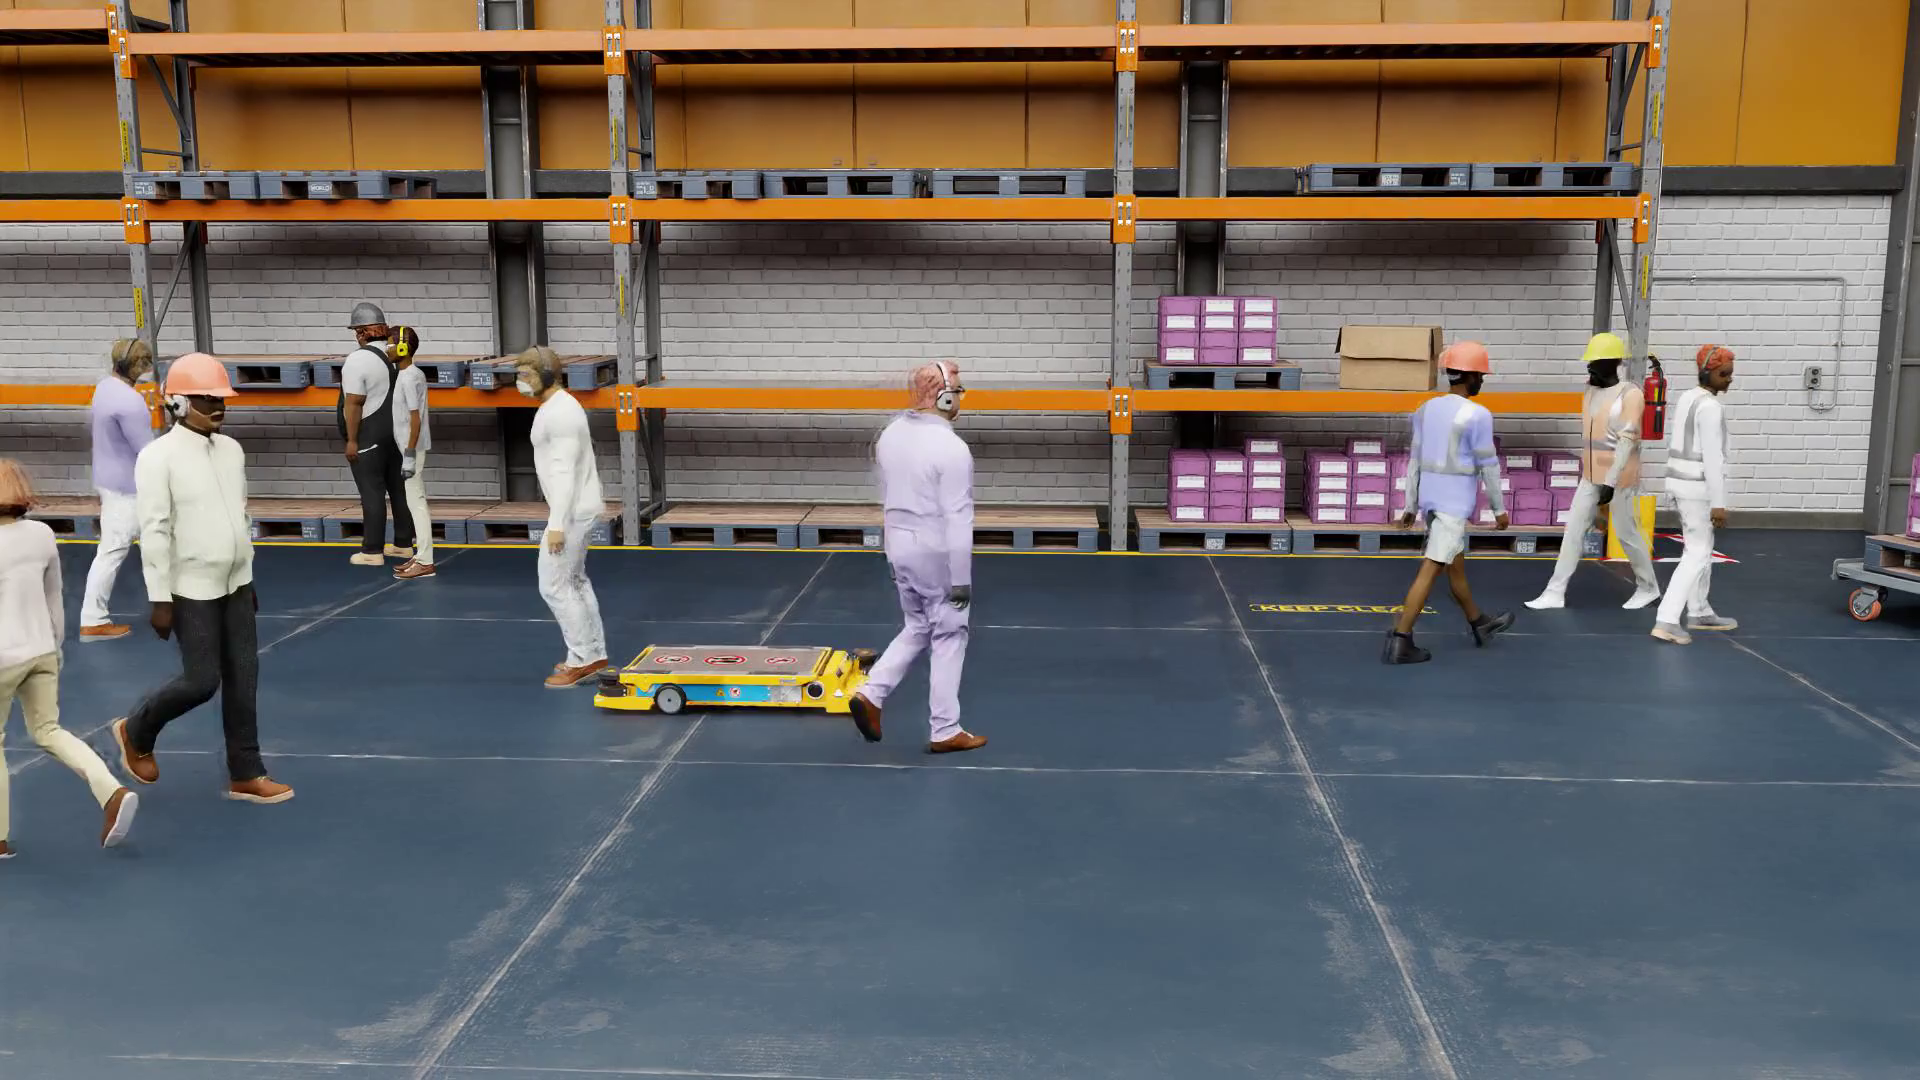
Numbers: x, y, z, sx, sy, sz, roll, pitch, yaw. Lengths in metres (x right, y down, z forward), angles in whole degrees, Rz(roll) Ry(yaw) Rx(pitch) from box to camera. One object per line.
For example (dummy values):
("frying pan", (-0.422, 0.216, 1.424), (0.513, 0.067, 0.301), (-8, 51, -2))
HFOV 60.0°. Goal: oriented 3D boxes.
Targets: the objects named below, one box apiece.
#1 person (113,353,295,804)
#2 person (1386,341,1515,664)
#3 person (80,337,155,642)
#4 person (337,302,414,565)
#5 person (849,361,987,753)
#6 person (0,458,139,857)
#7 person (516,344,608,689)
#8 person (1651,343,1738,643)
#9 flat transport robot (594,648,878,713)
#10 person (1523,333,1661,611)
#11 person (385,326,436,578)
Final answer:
("person", (-3.308, 0.179, 7.180), (0.716, 1.976, 0.632), (2, 10, 14))
("person", (2.946, -0.221, 9.792), (1.031, 1.874, 0.550), (-4, 10, -22))
("person", (-5.084, -0.319, 10.384), (0.966, 1.874, 0.656), (-7, 12, -35))
("person", (-4.565, -0.837, 12.937), (0.535, 2.000, 0.681), (4, 10, 21))
("person", (-0.183, 0.102, 7.867), (0.576, 1.893, 0.656), (-7, 12, -37))
("person", (-3.655, 0.477, 6.539), (0.693, 1.609, 0.512), (2, 10, 13))
("person", (-2.192, -0.122, 9.165), (0.446, 1.911, 0.648), (-3, 10, -18))
("person", (4.608, -0.297, 10.346), (0.616, 1.864, 0.657), (1, 10, 7))
("flat transport robot", (-1.172, 0.735, 8.912), (1.431, 0.197, 0.652), (0, 10, 3))
("person", (4.328, -0.442, 11.130), (0.974, 1.883, 0.589), (-3, 10, -19))
("person", (-4.097, -0.652, 12.357), (0.321, 1.871, 0.532), (-3, 10, -16))
